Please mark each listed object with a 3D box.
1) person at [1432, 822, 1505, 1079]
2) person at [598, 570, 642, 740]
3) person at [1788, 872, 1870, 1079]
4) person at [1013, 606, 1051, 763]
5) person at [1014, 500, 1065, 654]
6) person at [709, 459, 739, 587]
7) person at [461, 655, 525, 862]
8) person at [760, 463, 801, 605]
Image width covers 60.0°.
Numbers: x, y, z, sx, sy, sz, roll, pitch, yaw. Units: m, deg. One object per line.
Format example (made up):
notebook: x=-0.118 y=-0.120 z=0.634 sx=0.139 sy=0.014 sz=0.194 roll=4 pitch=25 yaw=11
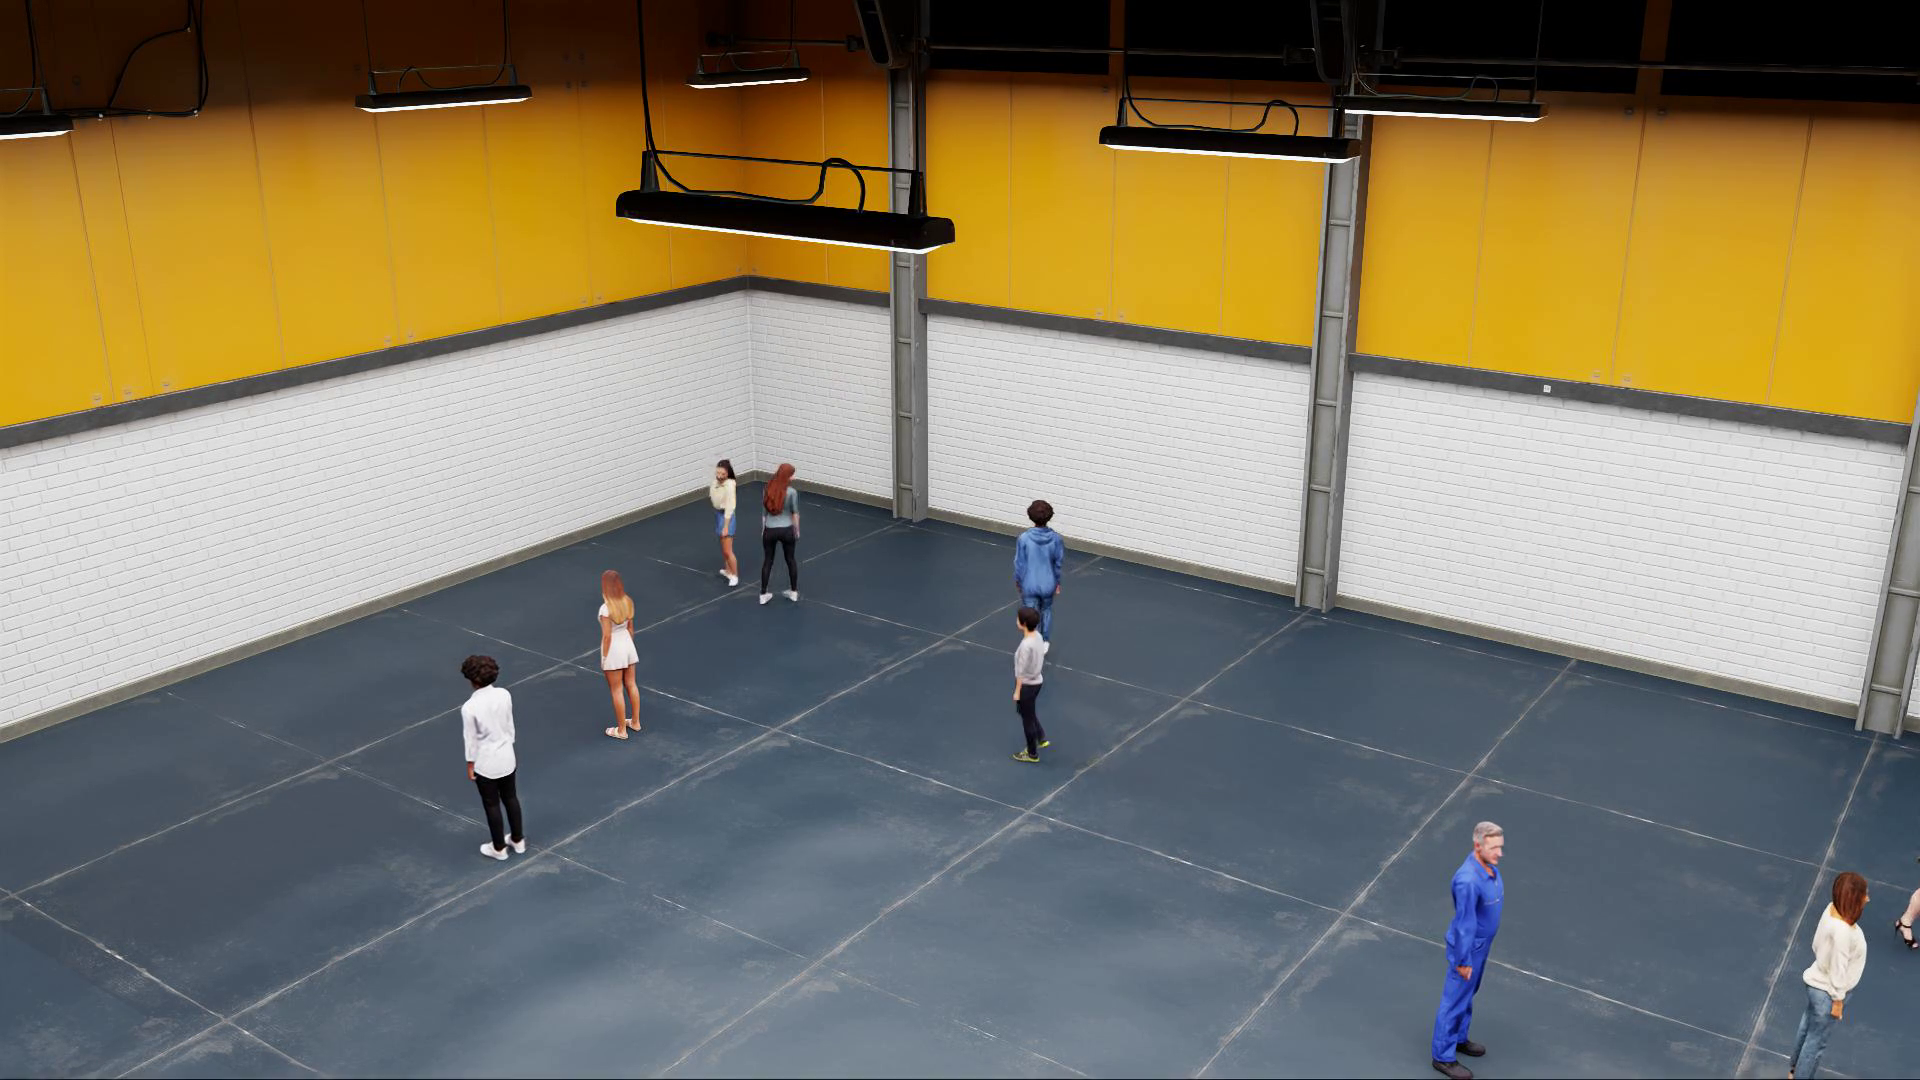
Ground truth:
person: x=3.423 y=2.715 z=11.196 sx=0.543 sy=1.826 sz=0.713 roll=12 pitch=22 yaw=31
person: x=-3.328 y=1.100 z=16.196 sx=0.531 sy=1.695 sz=0.562 roll=12 pitch=22 yaw=32
person: x=5.649 y=2.911 z=10.842 sx=0.616 sy=1.680 sz=0.671 roll=7 pitch=20 yaw=20
person: x=0.723 y=1.372 z=15.628 sx=0.644 sy=1.542 sz=0.623 roll=6 pitch=20 yaw=17
person: x=0.854 y=0.486 z=17.875 sx=0.881 sy=1.787 sz=0.941 roll=-3 pitch=19 yaw=-9
person: x=-2.874 y=-0.255 z=20.361 sx=0.870 sy=1.605 sz=0.682 roll=-5 pitch=19 yaw=-14
person: x=-3.897 y=1.812 z=13.914 sx=0.625 sy=1.803 sz=0.651 roll=17 pitch=25 yaw=40
person: x=-2.083 y=-0.055 z=19.605 sx=0.699 sy=1.707 sz=0.802 roll=-1 pitch=19 yaw=-2
